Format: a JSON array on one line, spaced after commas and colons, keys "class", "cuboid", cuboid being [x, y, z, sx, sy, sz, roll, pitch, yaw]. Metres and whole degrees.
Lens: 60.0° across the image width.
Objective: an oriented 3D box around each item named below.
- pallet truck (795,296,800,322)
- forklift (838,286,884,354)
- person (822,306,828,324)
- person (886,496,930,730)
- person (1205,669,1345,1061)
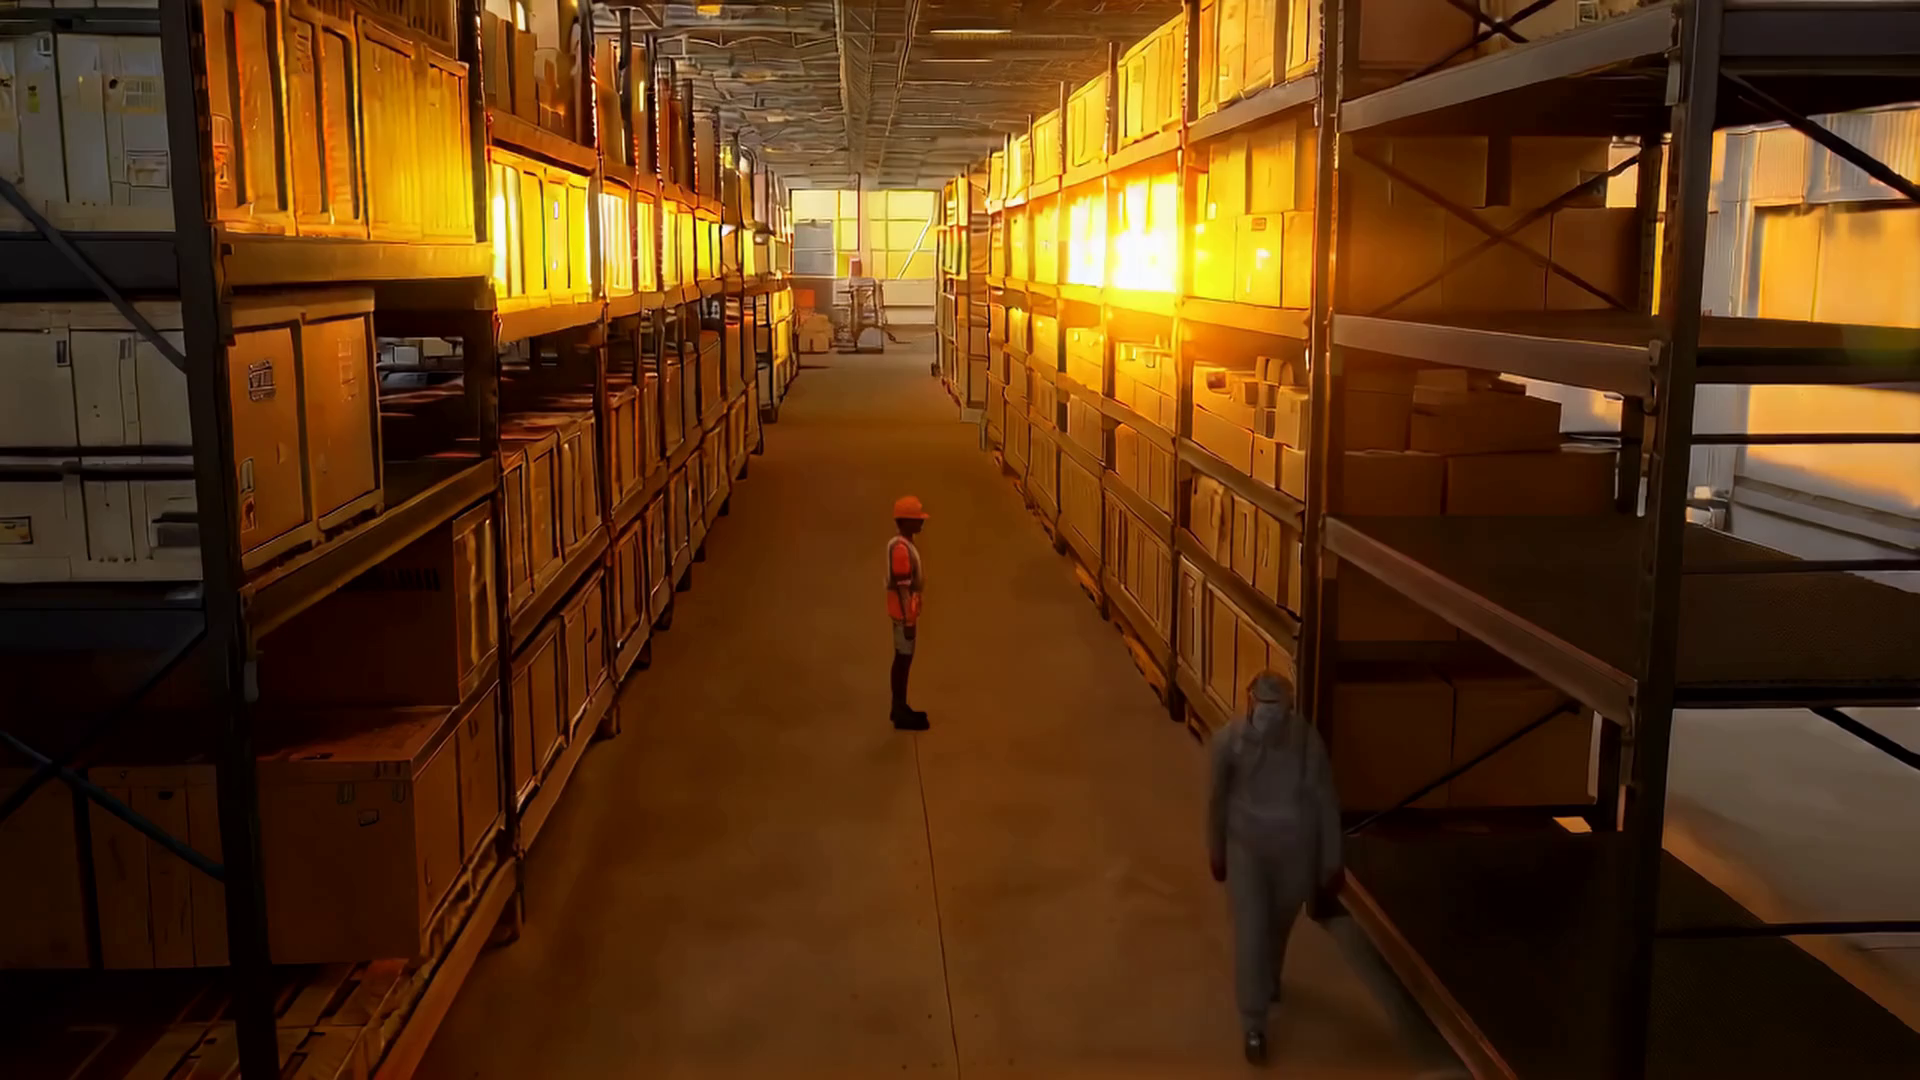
[{"class": "pallet truck", "cuboid": [-8.622, -12.439, 91.403, 1.885, 1.965, 0.823, 2, 10, 13]}, {"class": "forklift", "cuboid": [-4.123, -9.110, 68.885, 1.873, 2.768, 1.129, -1, 10, -3]}, {"class": "person", "cuboid": [-6.589, -10.585, 81.256, 0.321, 1.691, 0.533, -4, 10, -22]}, {"class": "person", "cuboid": [-0.427, 0.594, 13.733, 0.362, 1.938, 0.545, -1, 10, -5]}, {"class": "person", "cuboid": [1.558, 1.547, 8.286, 0.653, 1.859, 0.989, 0, 10, 1]}]
